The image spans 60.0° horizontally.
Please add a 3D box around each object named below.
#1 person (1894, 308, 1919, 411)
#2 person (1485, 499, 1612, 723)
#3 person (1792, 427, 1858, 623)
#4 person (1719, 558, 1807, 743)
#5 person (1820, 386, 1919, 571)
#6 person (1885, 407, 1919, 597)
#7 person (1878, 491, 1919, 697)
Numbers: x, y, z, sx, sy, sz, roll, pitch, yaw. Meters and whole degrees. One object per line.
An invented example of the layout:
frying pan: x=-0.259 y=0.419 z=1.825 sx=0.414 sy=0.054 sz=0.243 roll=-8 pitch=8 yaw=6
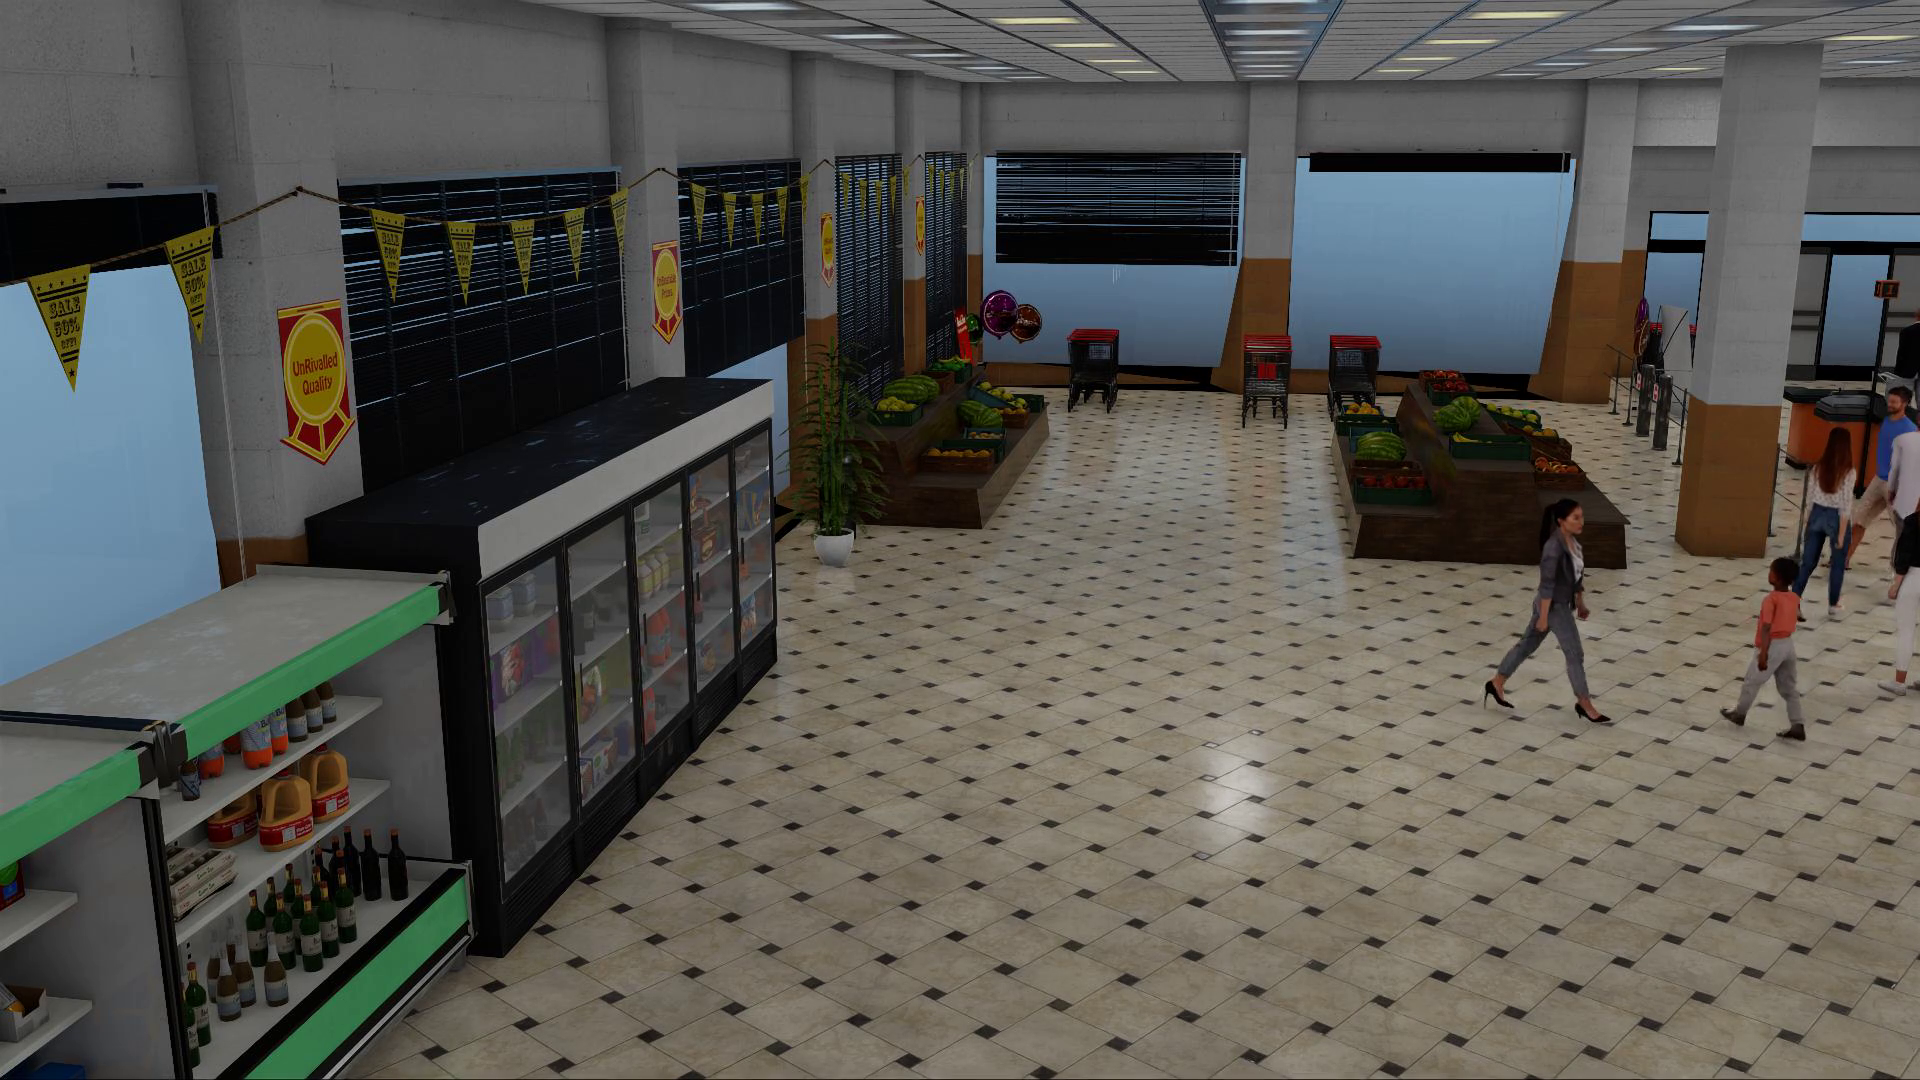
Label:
person: x=13.310 y=-2.359 z=23.142 sx=0.693 sy=1.948 sz=0.569 roll=3 pitch=14 yaw=11
person: x=4.184 y=0.514 z=11.989 sx=0.879 sy=1.621 sz=1.114 roll=7 pitch=15 yaw=26
person: x=7.435 y=-0.091 z=14.345 sx=1.156 sy=1.688 sz=1.070 roll=-10 pitch=17 yaw=-36
person: x=5.735 y=0.790 z=11.575 sx=0.789 sy=1.281 sz=0.969 roll=-5 pitch=15 yaw=-20
person: x=8.991 y=-0.530 z=15.884 sx=0.890 sy=1.815 sz=1.228 roll=-1 pitch=14 yaw=-2
person: x=8.714 y=-0.352 z=15.173 sx=0.948 sy=1.804 sz=1.152 roll=10 pitch=17 yaw=36
person: x=7.277 y=0.334 z=12.567 sx=0.640 sy=1.699 sz=0.579 roll=0 pitch=14 yaw=-1
